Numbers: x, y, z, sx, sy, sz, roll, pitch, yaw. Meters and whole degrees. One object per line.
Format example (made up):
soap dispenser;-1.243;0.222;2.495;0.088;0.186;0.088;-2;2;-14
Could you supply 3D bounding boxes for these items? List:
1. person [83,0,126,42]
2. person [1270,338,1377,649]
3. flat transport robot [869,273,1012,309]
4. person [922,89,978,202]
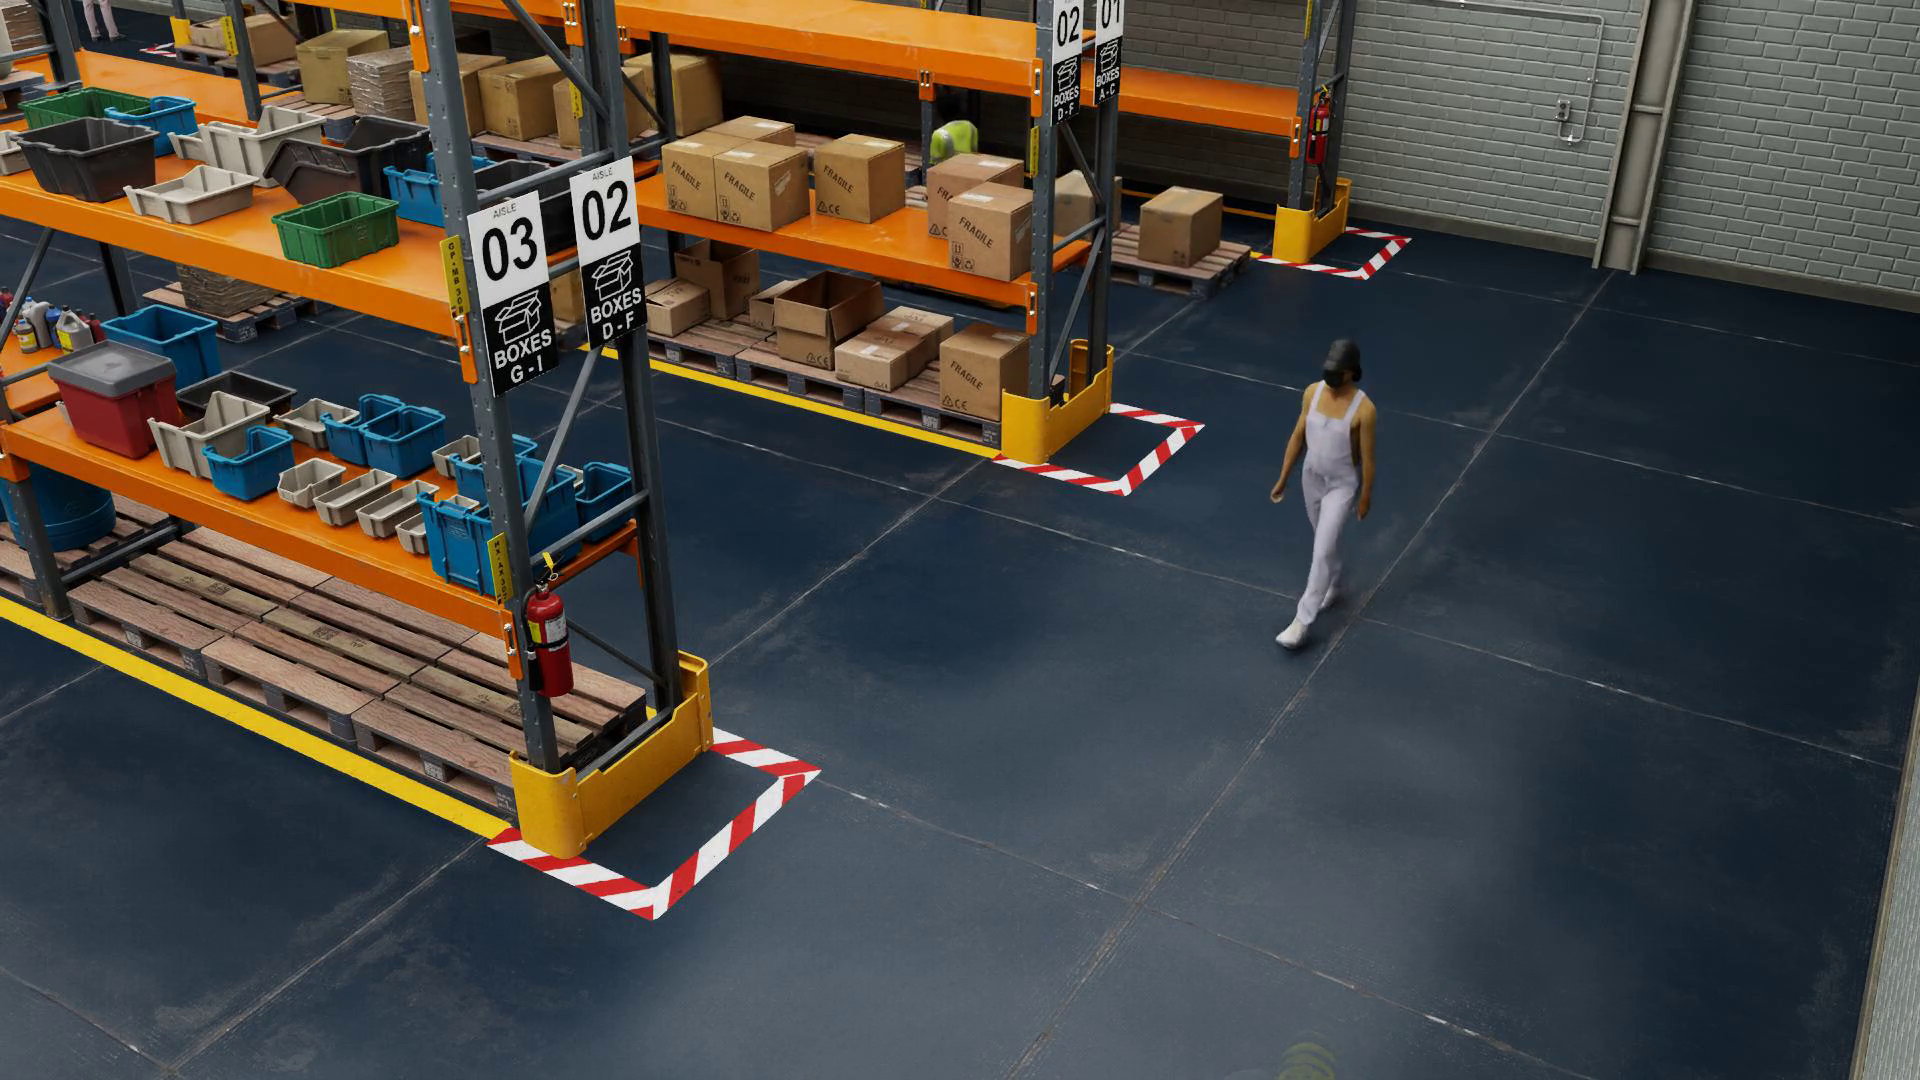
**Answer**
person;-12.121;-7.885;23.172;0.571;1.846;0.398;0;29;1
person;2.066;-0.293;9.555;0.941;1.823;0.497;-24;37;-36
flat transport robot;-0.043;-2.380;14.904;1.431;0.231;0.659;17;33;27
person;-0.072;-3.186;14.912;0.594;1.660;0.633;23;37;35
